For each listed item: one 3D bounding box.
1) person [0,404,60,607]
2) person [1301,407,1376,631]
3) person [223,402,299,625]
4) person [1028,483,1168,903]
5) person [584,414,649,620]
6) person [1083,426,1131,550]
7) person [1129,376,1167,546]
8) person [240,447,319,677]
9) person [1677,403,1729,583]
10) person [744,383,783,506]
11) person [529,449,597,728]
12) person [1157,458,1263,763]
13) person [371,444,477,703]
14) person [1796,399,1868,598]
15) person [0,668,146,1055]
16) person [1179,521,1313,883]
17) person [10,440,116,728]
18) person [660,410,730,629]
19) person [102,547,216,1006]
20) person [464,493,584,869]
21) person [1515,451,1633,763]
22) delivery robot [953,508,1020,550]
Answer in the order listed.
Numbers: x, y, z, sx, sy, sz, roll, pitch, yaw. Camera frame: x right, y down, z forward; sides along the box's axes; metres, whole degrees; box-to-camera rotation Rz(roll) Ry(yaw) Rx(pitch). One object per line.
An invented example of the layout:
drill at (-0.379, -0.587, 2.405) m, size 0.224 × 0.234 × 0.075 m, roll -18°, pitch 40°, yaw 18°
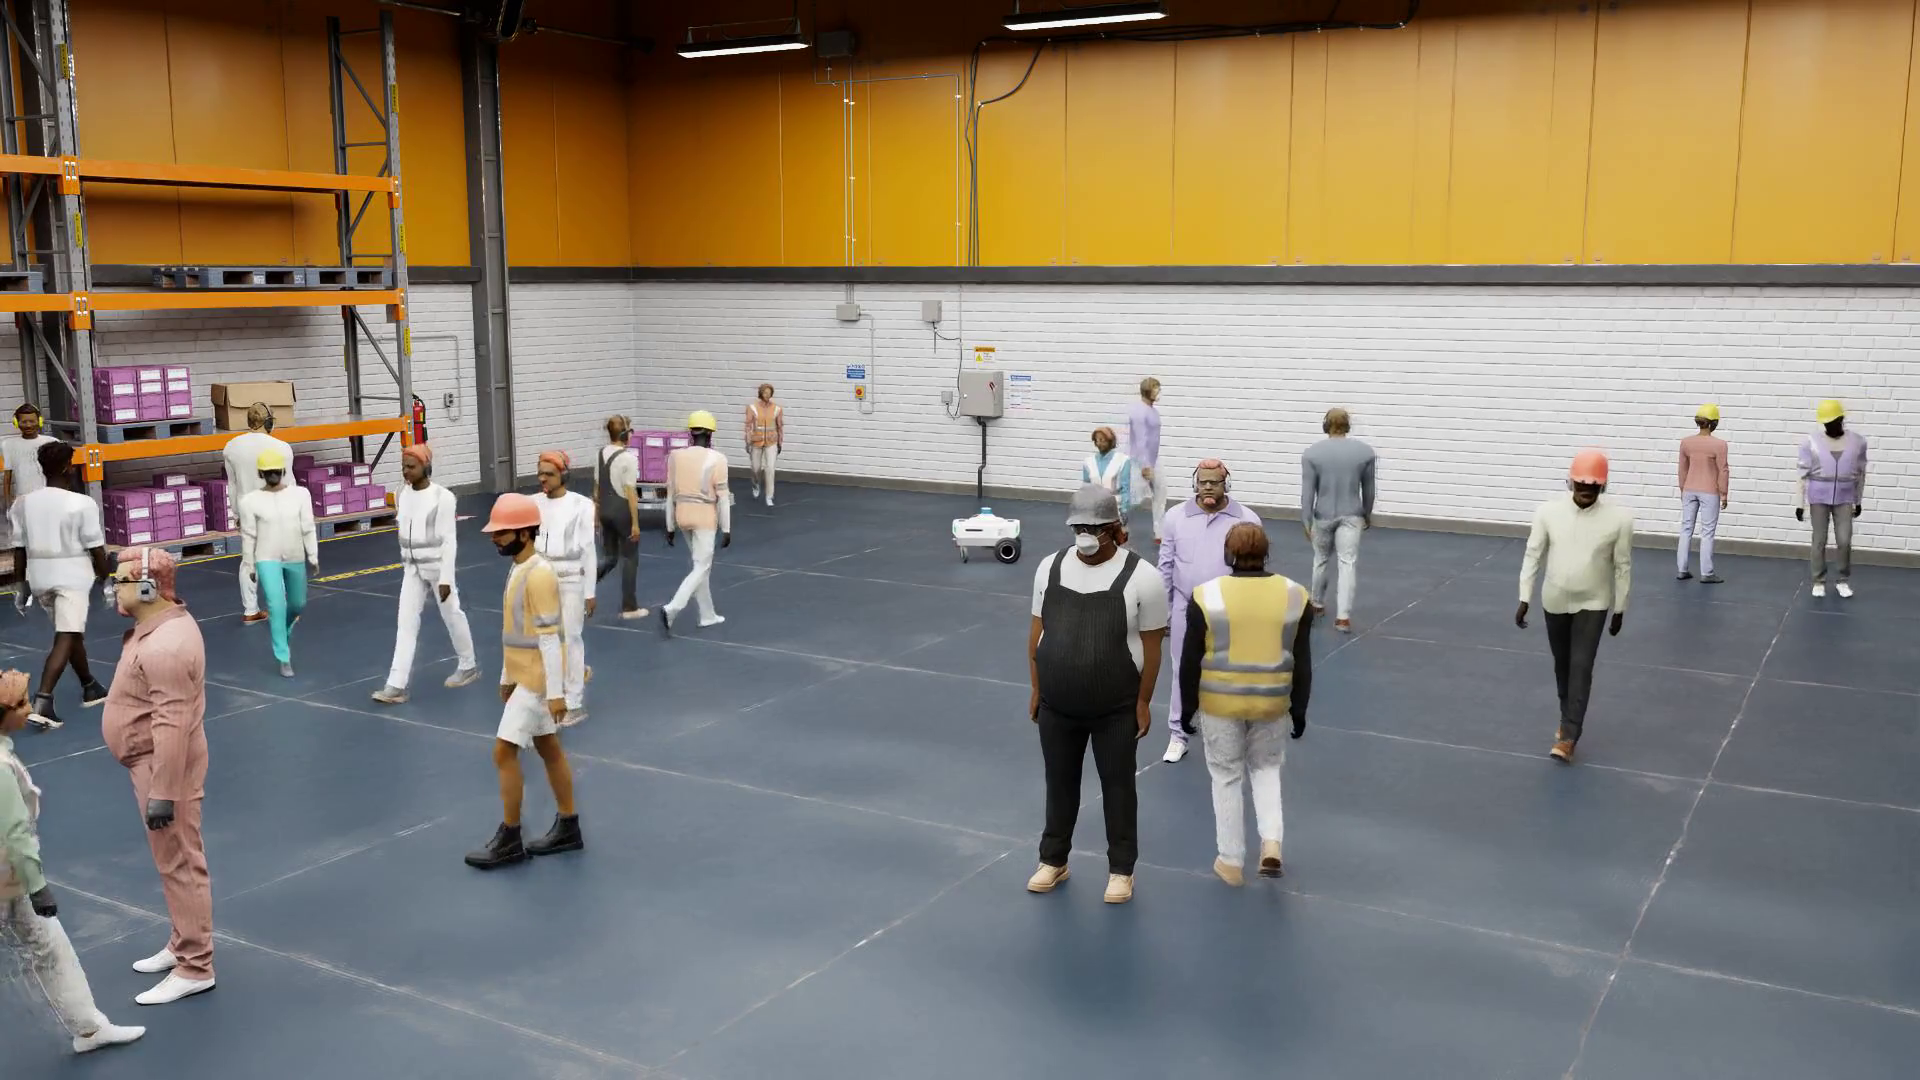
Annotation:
person at (-8.450, -0.321, 15.200) m, size 0.515 × 1.861 × 0.320 m, roll -5°, pitch 10°, yaw -28°
person at (3.250, -0.193, 14.338) m, size 0.641 × 1.890 × 1.011 m, roll 1°, pitch 9°, yaw 8°
person at (-5.999, -0.217, 14.321) m, size 0.627 × 1.936 × 0.361 m, roll 1°, pitch 9°, yaw 9°
person at (0.626, 0.734, 8.041) m, size 0.683 × 2.000 × 0.538 m, roll 4°, pitch 10°, yaw 22°
person at (-3.039, -0.174, 14.395) m, size 0.519 × 1.828 × 0.673 m, roll 7°, pitch 11°, yaw 36°
person at (1.402, -0.272, 15.600) m, size 0.513 × 1.621 × 0.596 m, roll 5°, pitch 10°, yaw 27°
person at (1.997, -0.867, 18.469) m, size 0.888 × 1.910 × 0.632 m, roll 5°, pitch 10°, yaw 27°
person at (-5.224, 0.133, 12.738) m, size 0.523 × 1.737 × 0.753 m, roll -7°, pitch 11°, yaw -37°
person at (7.298, -0.459, 16.334) m, size 0.304 × 1.772 × 0.525 m, roll -6°, pitch 11°, yaw -32°
person at (-2.594, -1.275, 21.914) m, size 0.522 × 1.614 × 0.674 m, roll -2°, pitch 9°, yaw -12°
person at (-2.657, 0.311, 11.242) m, size 0.583 × 1.870 × 0.504 m, roll 4°, pitch 10°, yaw 23°
person at (1.530, 0.443, 10.277) m, size 0.642 × 1.909 × 0.409 m, roll 2°, pitch 9°, yaw 11°
person at (-3.815, 0.225, 11.891) m, size 0.591 × 1.826 × 1.014 m, roll 4°, pitch 10°, yaw 24°
person at (8.093, -0.381, 15.490) m, size 0.603 × 1.879 × 0.562 m, roll 3°, pitch 10°, yaw 17°
person at (-3.592, 1.264, 6.149) m, size 0.881 × 1.597 × 0.508 m, roll -5°, pitch 11°, yaw -30°
person at (1.397, 0.812, 8.219) m, size 0.643 × 1.824 × 0.439 m, roll -1°, pitch 9°, yaw -5°
person at (-6.113, 0.279, 11.281) m, size 0.610 × 1.921 × 1.024 m, roll 1°, pitch 9°, yaw 9°
person at (-2.256, -0.144, 14.021) m, size 0.618 × 1.886 × 0.816 m, roll 5°, pitch 10°, yaw 29°
person at (-3.358, 0.971, 6.982) m, size 0.407 × 1.908 × 0.641 m, roll -4°, pitch 10°, yaw -26°
person at (-2.309, 0.717, 8.528) m, size 0.763 × 1.912 × 0.584 m, roll -4°, pitch 10°, yaw -23°
person at (3.869, 0.396, 10.492) m, size 0.622 × 1.932 × 1.052 m, roll 6°, pitch 11°, yaw 32°
delivery robot at (0.277, -0.098, 17.566) m, size 0.707 × 0.478 × 0.477 m, roll 1°, pitch 9°, yaw 4°
